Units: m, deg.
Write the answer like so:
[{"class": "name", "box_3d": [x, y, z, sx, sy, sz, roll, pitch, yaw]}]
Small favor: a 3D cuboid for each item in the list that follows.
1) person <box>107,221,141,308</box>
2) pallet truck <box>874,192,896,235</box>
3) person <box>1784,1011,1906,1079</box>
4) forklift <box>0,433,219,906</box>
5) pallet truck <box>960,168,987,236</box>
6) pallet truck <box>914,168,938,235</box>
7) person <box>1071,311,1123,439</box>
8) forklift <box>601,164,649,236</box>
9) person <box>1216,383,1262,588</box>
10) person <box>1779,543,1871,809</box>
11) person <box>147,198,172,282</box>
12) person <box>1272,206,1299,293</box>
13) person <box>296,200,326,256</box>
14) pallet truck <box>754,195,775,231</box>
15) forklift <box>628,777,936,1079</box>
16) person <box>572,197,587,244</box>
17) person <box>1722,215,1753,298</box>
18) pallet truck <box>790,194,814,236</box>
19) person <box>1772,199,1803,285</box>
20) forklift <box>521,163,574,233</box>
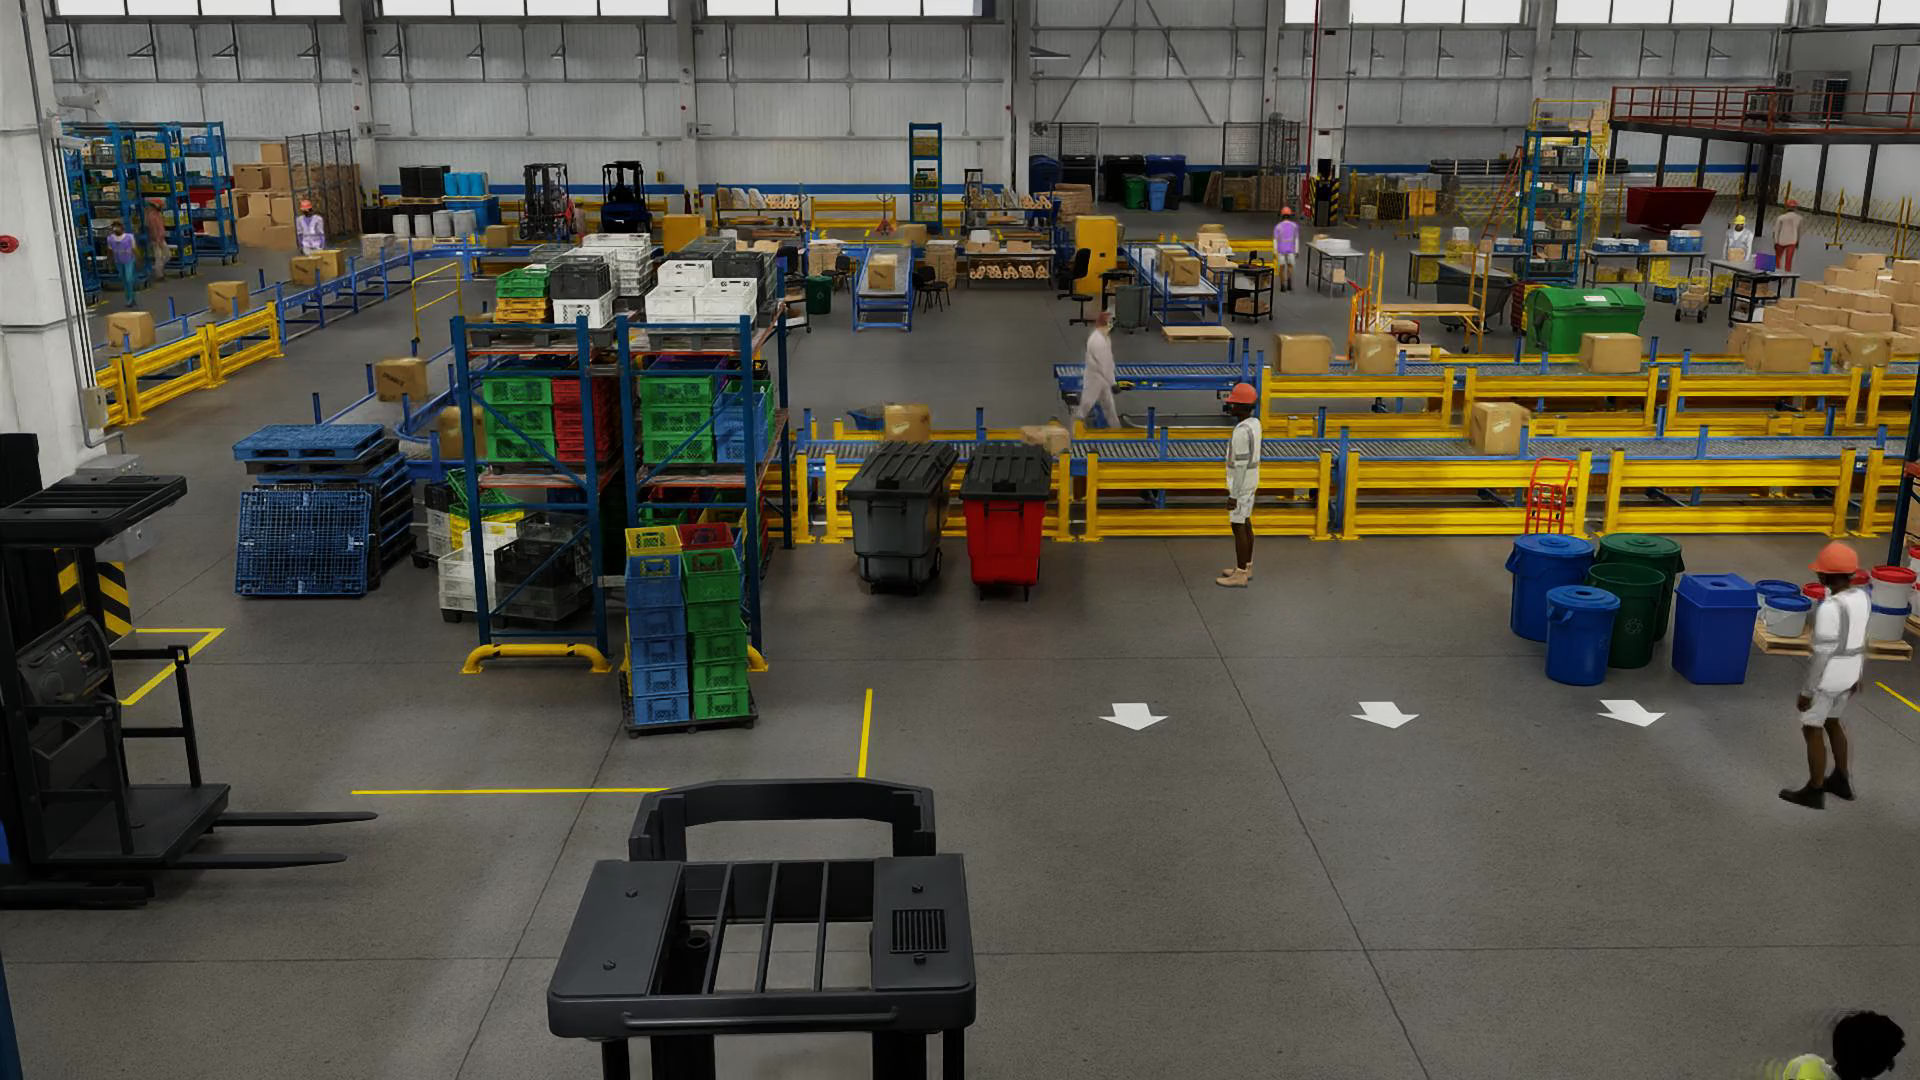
[{"class": "person", "box_3d": [-17.739, -5.819, 35.181, 0.608, 1.816, 0.803, 0, 16, -1]}, {"class": "pallet truck", "box_3d": [-2.277, -9.986, 50.594, 0.653, 1.274, 1.630, 0, 16, -1]}, {"class": "person", "box_3d": [3.336, 2.542, 6.418, 0.879, 1.634, 0.599, -2, 16, -6]}, {"class": "forklift", "box_3d": [-5.952, 0.780, 10.366, 1.873, 2.768, 1.129, 0, 16, -1]}, {"class": "pallet truck", "box_3d": [0.383, -10.230, 50.206, 0.823, 1.965, 1.885, -1, 16, -3]}, {"class": "pallet truck", "box_3d": [-0.989, -10.316, 50.507, 0.823, 1.965, 1.885, 1, 16, 3]}, {"class": "person", "box_3d": [1.925, -2.117, 22.253, 0.953, 1.847, 0.663, 3, 16, 12]}, {"class": "forklift", "box_3d": [-9.948, -10.127, 49.296, 1.157, 1.987, 2.680, -1, 16, -3]}, {"class": "person", "box_3d": [2.755, -0.540, 16.445, 0.378, 2.042, 0.615, 7, 17, 22]}, {"class": "person", "box_3d": [6.053, 0.946, 11.554, 0.686, 1.909, 0.386, -12, 20, -35]}, {"class": "person", "box_3d": [-18.914, -7.081, 39.286, 0.448, 1.972, 0.634, 0, 16, 0]}, {"class": "person", "box_3d": [7.356, -6.570, 37.617, 0.586, 1.921, 0.473, 1, 16, 2]}, {"class": "person", "box_3d": [-14.837, -6.742, 38.047, 0.607, 2.030, 0.442, -2, 16, -6]}, {"class": "pallet truck", "box_3d": [-6.051, -9.967, 50.660, 0.680, 1.201, 1.601, 0, 16, -1]}, {"class": "forklift", "box_3d": [-0.542, 2.165, 5.552, 1.129, 2.768, 1.873, -1, 16, -2]}, {"class": "person", "box_3d": [-9.631, -7.893, 42.524, 0.537, 1.748, 0.535, -10, 19, -30]}, {"class": "person", "box_3d": [17.079, -6.225, 36.602, 0.595, 1.824, 0.404, 15, 22, 42]}, {"class": "pallet truck", "box_3d": [-4.814, -9.883, 50.259, 0.704, 1.261, 1.522, -1, 16, -3]}, {"class": "person", "box_3d": [19.409, -7.008, 39.079, 0.611, 1.947, 0.978, 5, 17, 16]}, {"class": "forklift", "box_3d": [-12.233, -10.122, 49.298, 1.157, 1.987, 2.680, 0, 16, -1]}]
